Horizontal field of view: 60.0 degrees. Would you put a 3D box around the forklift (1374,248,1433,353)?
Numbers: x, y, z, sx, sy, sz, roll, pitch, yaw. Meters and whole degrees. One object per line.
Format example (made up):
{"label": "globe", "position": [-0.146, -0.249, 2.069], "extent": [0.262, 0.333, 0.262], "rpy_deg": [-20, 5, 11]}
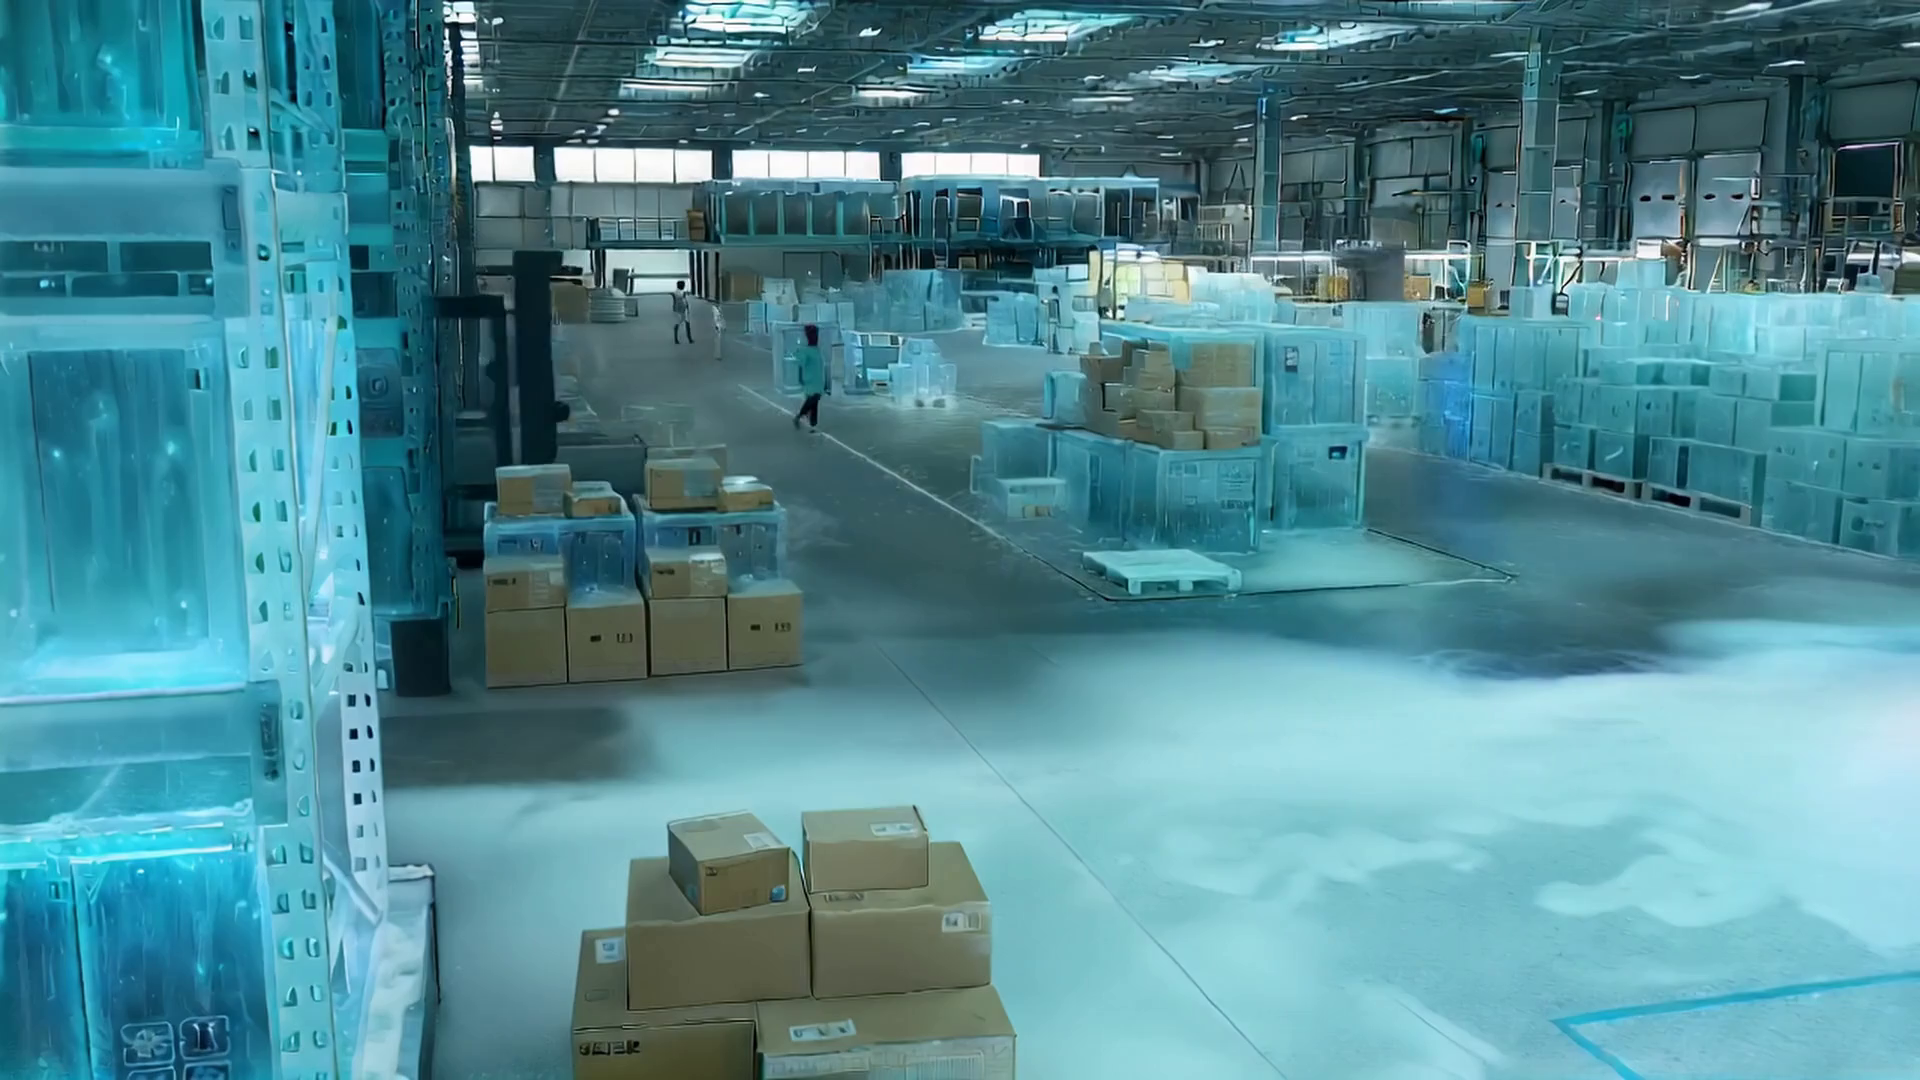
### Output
{"label": "forklift", "position": [10.067, -5.449, 39.026], "extent": [1.873, 2.768, 1.129], "rpy_deg": [-3, 10, -15]}

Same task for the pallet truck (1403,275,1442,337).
{"label": "pallet truck", "position": [14.620, -7.324, 52.145], "extent": [0.823, 1.965, 1.885], "rpy_deg": [8, 13, 40]}

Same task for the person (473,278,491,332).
{"label": "person", "position": [-15.010, -7.284, 52.250], "extent": [0.787, 1.884, 0.650], "rpy_deg": [-2, 10, -9]}

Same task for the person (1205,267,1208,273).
{"label": "person", "position": [11.395, -11.685, 77.106], "extent": [0.396, 1.913, 0.591], "rpy_deg": [9, 13, 42]}

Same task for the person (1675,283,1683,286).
{"label": "person", "position": [20.911, -6.579, 48.465], "extent": [0.654, 1.802, 0.901], "rpy_deg": [4, 11, 21]}

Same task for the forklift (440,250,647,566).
{"label": "forklift", "position": [-3.864, -1.255, 15.278], "extent": [1.873, 2.768, 1.129], "rpy_deg": [-3, 10, -15]}

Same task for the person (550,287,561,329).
{"label": "person", "position": [-14.205, -8.077, 57.576], "extent": [0.869, 1.586, 0.517], "rpy_deg": [5, 11, 26]}

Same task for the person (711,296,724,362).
{"label": "person", "position": [-6.025, -5.234, 41.359], "extent": [0.315, 1.629, 0.508], "rpy_deg": [-1, 10, -7]}

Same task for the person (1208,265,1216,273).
{"label": "person", "position": [14.404, -14.888, 95.418], "extent": [0.429, 1.845, 0.622], "rpy_deg": [10, 14, 44]}

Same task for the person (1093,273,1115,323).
{"label": "person", "position": [4.808, -7.969, 55.672], "extent": [0.704, 2.000, 1.005], "rpy_deg": [2, 10, 12]}

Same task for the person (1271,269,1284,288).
{"label": "person", "position": [13.399, -10.446, 70.041], "extent": [0.802, 1.925, 0.614], "rpy_deg": [-8, 13, -37]}

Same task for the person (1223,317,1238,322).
{"label": "person", "position": [3.580, -1.962, 21.976], "extent": [0.627, 1.935, 1.050], "rpy_deg": [-6, 12, -30]}

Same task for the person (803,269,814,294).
{"label": "person", "position": [-6.622, -10.875, 72.588], "extent": [0.541, 1.875, 0.936], "rpy_deg": [2, 10, 8]}

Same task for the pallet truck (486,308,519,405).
{"label": "pallet truck", "position": [-6.242, -2.418, 24.362], "extent": [0.823, 1.965, 1.885], "rpy_deg": [1, 10, 3]}

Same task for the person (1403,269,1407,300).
{"label": "person", "position": [20.793, -11.769, 77.742], "extent": [0.650, 1.848, 0.534], "rpy_deg": [10, 14, 44]}

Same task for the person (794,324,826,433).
{"label": "person", "position": [-2.294, -2.471, 25.556], "extent": [0.382, 1.685, 0.536], "rpy_deg": [8, 13, 37]}

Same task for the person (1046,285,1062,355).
{"label": "person", "position": [2.498, -5.829, 44.084], "extent": [0.333, 1.859, 0.527], "rpy_deg": [-8, 13, -39]}

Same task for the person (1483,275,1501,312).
{"label": "person", "position": [17.574, -7.786, 54.987], "extent": [0.586, 1.917, 0.535], "rpy_deg": [2, 10, 9]}

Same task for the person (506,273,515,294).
{"label": "person", "position": [-19.070, -10.494, 70.876], "extent": [0.500, 1.714, 0.667], "rpy_deg": [-3, 10, -16]}

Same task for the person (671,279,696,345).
{"label": "person", "position": [-8.113, -6.676, 48.682], "extent": [0.610, 1.927, 0.934], "rpy_deg": [3, 11, 19]}

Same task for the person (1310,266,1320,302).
{"label": "person", "position": [17.722, -12.747, 83.121], "extent": [0.392, 1.911, 0.584], "rpy_deg": [-7, 12, -36]}
